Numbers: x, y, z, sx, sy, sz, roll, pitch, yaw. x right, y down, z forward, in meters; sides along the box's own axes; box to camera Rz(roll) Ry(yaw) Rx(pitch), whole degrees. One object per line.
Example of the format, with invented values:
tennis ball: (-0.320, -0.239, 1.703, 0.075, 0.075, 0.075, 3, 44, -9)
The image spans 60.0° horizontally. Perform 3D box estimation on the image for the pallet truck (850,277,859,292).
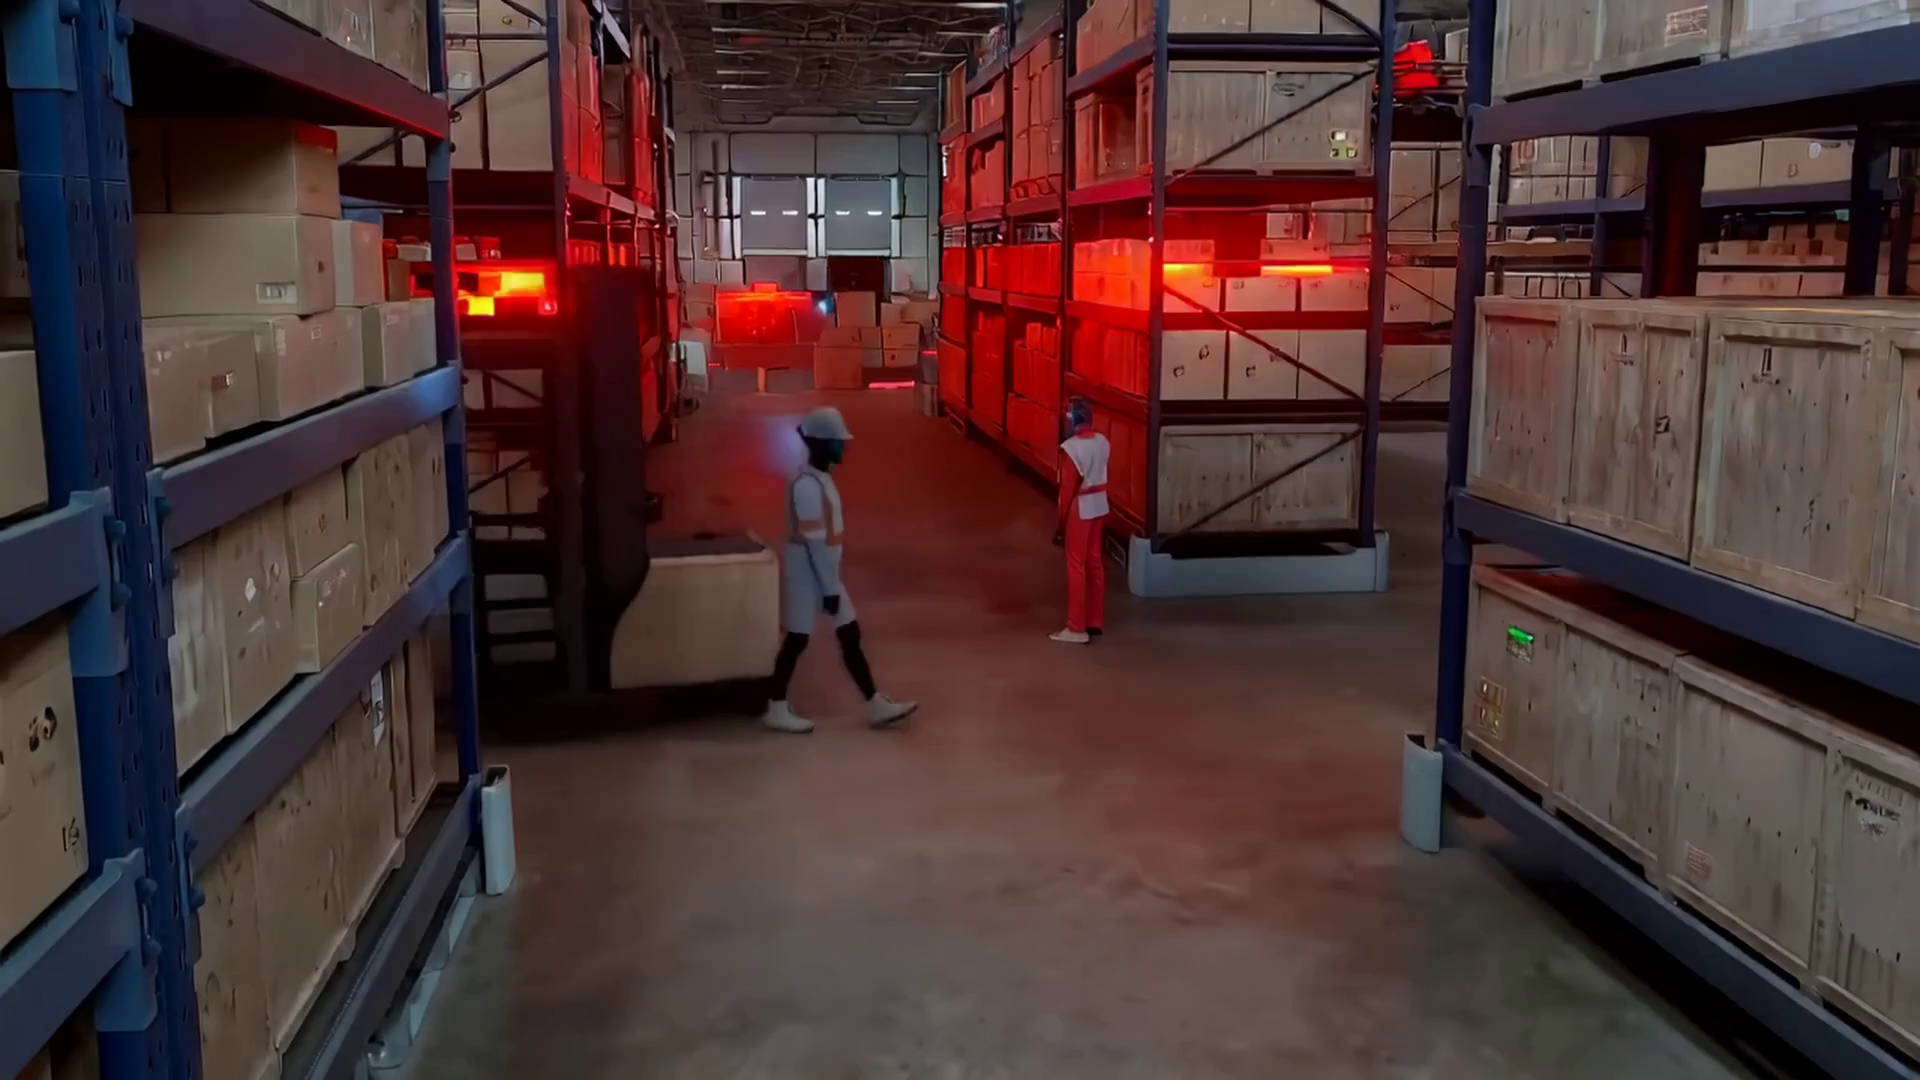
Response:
pallet truck: (-3.782, -9.391, 65.808, 1.885, 1.965, 0.823, 2, 10, 10)

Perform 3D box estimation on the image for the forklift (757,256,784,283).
forklift: (-6.951, -9.037, 61.177, 1.129, 2.768, 1.873, -7, 12, -34)

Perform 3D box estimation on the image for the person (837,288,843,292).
person: (-4.562, -8.831, 63.655, 0.341, 1.613, 0.660, 6, 11, 31)

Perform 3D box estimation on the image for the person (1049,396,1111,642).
person: (0.916, -0.155, 12.471, 0.389, 1.847, 0.567, 7, 12, 37)

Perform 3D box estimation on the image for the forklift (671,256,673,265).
forklift: (-10.987, -9.066, 61.344, 1.129, 2.768, 1.873, -1, 10, -7)

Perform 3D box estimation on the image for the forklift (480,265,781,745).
forklift: (-2.119, -0.291, 10.259, 1.873, 2.768, 1.129, -3, 10, -17)

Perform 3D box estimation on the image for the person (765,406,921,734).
person: (-0.731, 0.206, 9.930, 1.024, 1.990, 0.629, 1, 10, 7)
